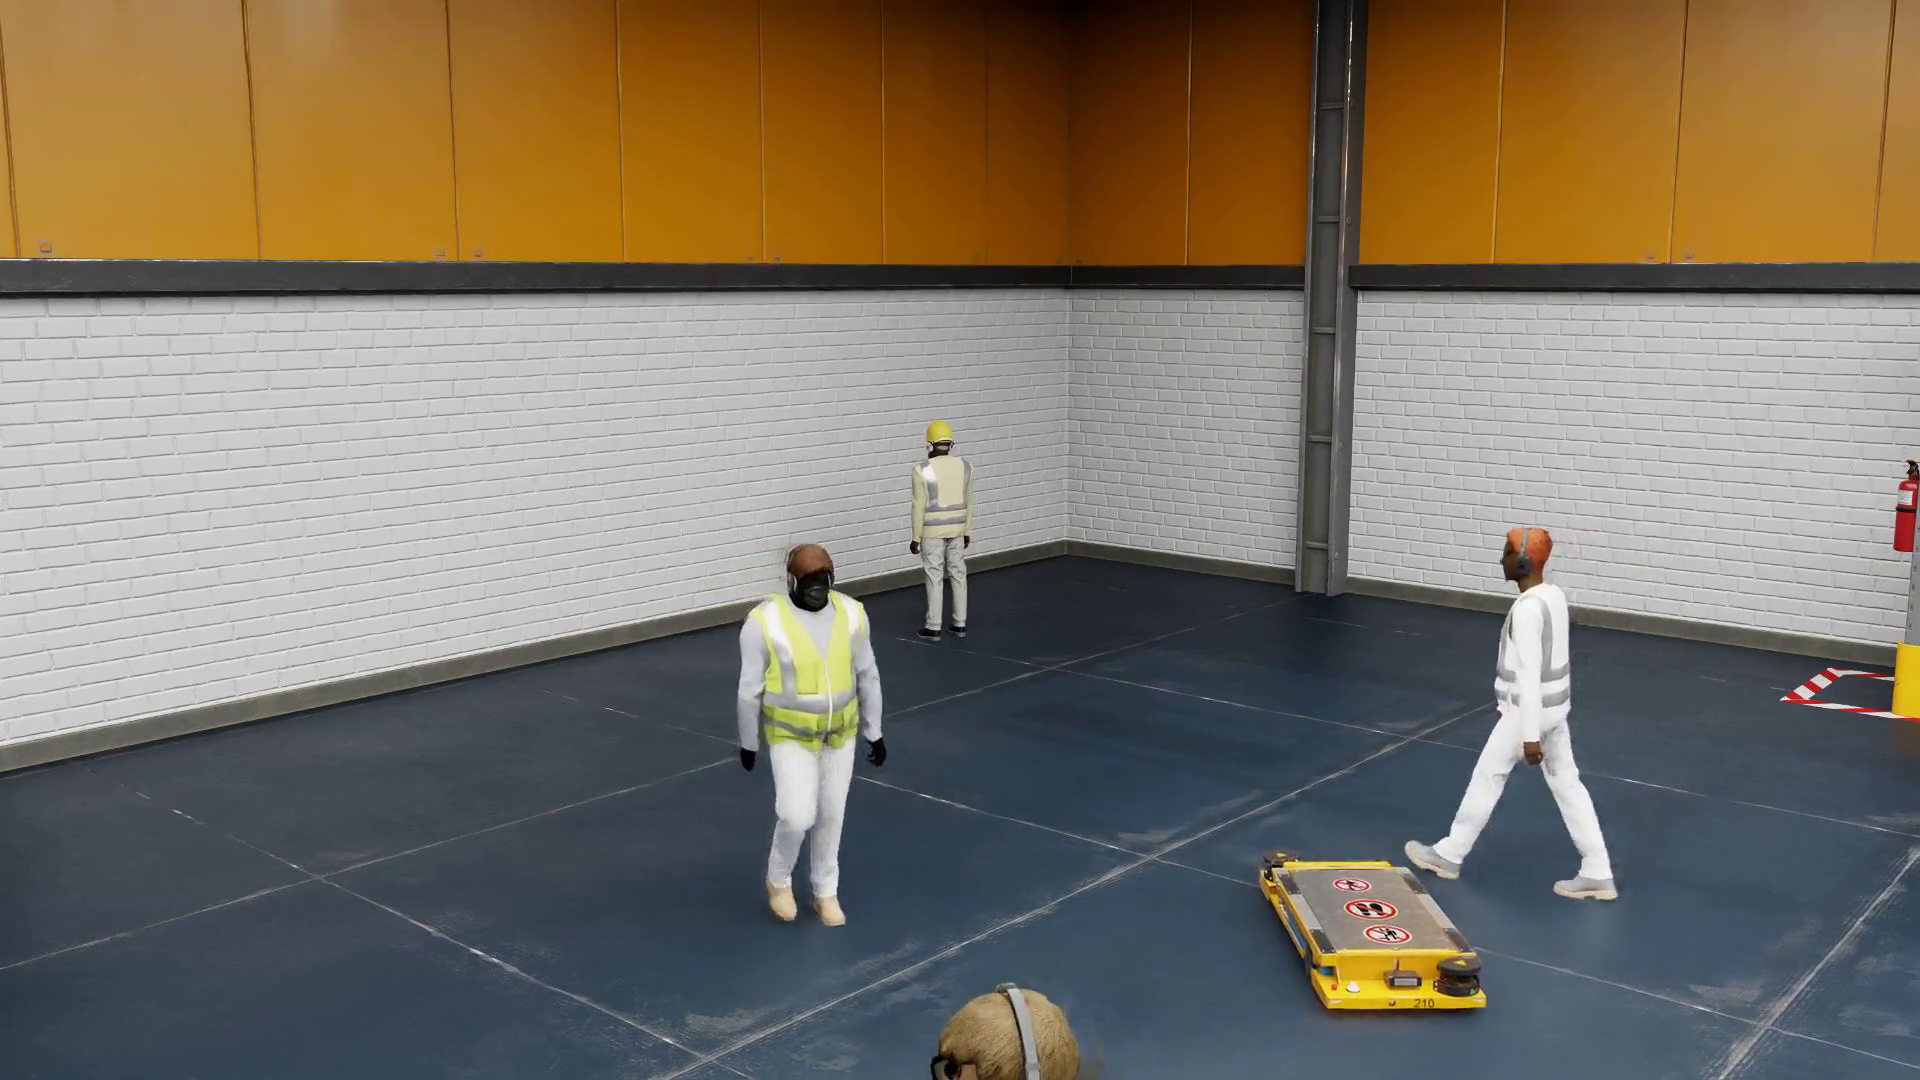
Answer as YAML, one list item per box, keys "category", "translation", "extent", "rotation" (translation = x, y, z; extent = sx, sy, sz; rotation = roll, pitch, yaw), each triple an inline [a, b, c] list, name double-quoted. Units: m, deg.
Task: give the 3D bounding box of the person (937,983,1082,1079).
- category: "person"
  translation: [0.208, 1.644, 2.820]
  extent: [0.834, 1.913, 0.635]
  rotation: [-1, 9, -5]

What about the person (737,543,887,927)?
- category: "person"
  translation: [-0.690, 0.905, 7.709]
  extent: [0.647, 1.824, 0.444]
  rotation: [-5, 10, -30]

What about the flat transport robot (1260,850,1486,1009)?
- category: "flat transport robot"
  translation: [1.810, 1.718, 7.467]
  extent: [0.652, 0.197, 1.431]
  rotation: [0, 9, -1]

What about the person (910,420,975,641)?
- category: "person"
  translation: [-0.164, -0.078, 13.855]
  extent: [0.591, 1.834, 0.404]
  rotation: [-5, 11, -31]

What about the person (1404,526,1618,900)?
- category: "person"
  translation: [2.763, 0.839, 8.136]
  extent: [1.035, 1.831, 0.578]
  rotation: [7, 11, 38]
